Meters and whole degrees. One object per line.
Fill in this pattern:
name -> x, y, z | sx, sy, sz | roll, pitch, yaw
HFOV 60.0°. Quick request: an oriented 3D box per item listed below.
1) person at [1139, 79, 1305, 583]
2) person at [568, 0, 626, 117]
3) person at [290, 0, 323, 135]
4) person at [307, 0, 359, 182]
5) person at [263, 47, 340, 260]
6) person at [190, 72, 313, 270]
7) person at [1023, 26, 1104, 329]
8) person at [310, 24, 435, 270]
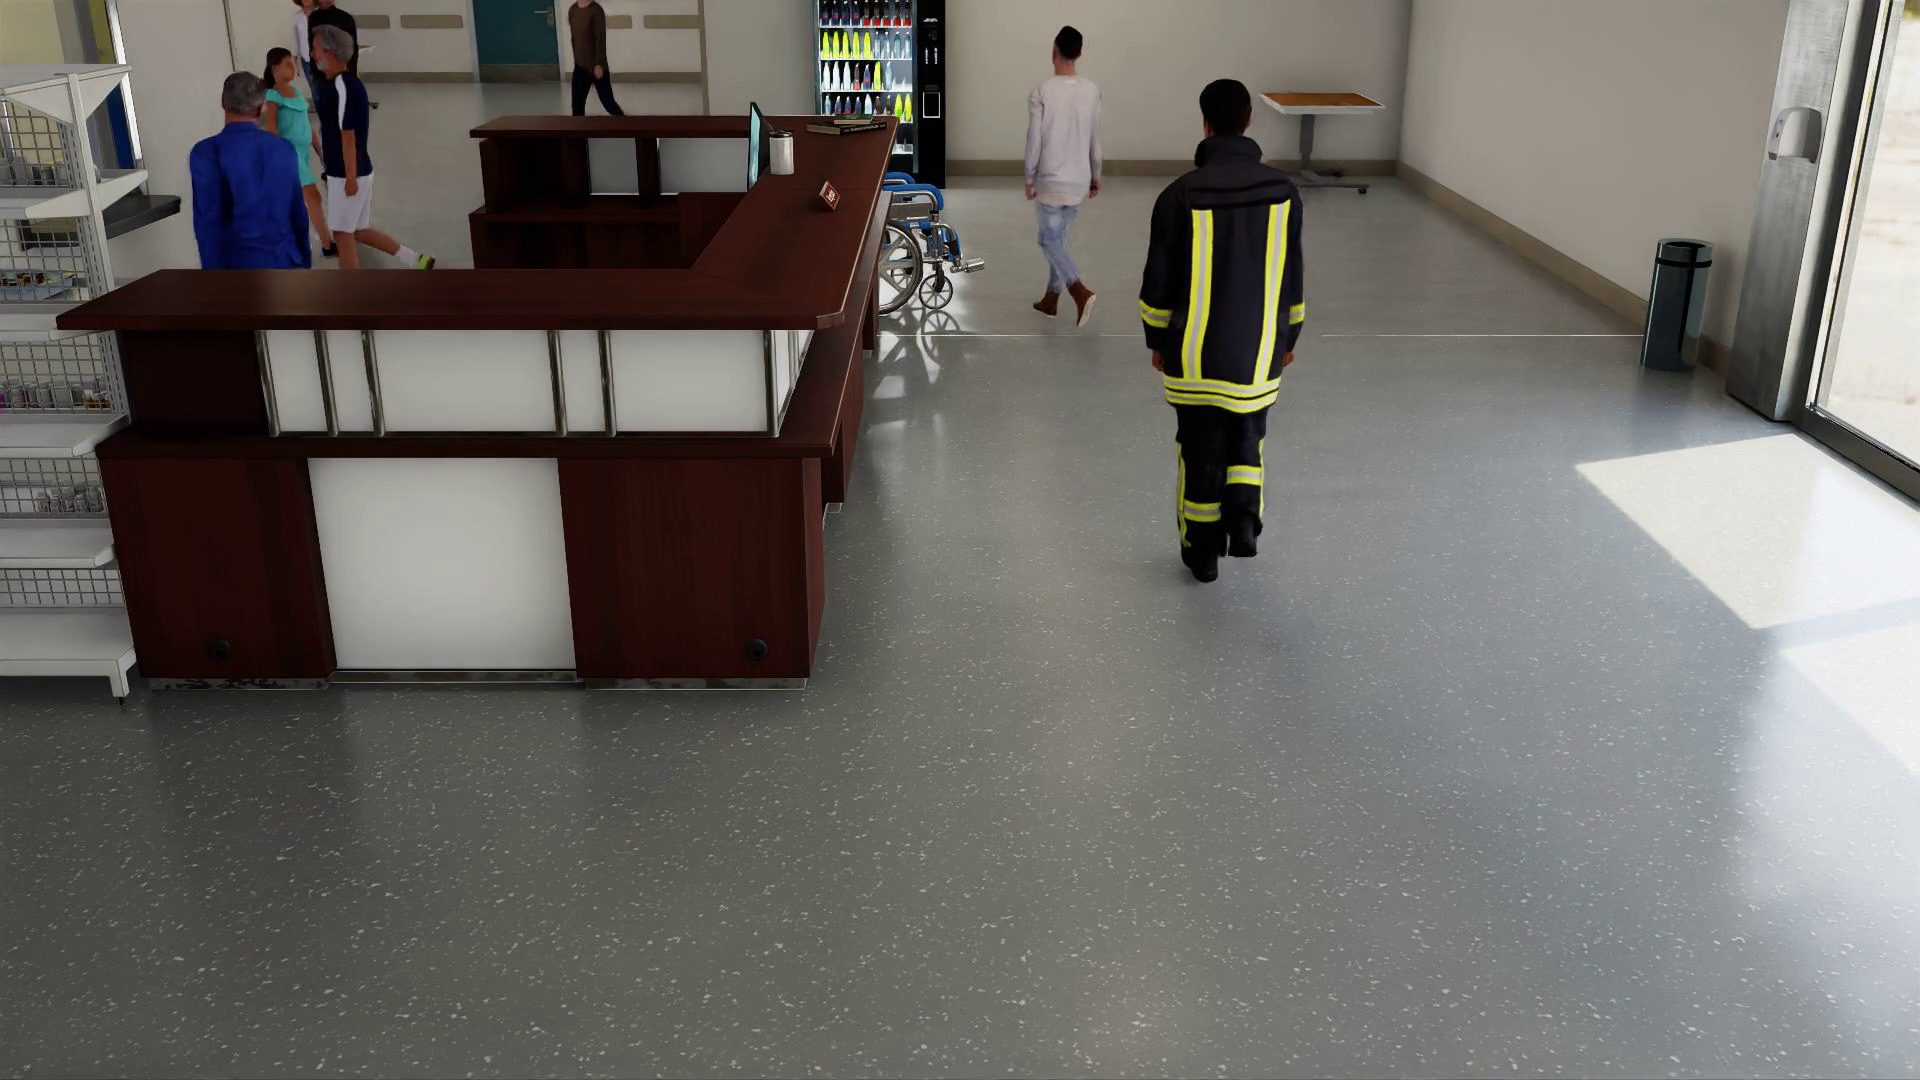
person -> 1.024, -0.739, 6.267 | 0.712, 1.912, 0.886 | -2, 21, -6
person -> -3.847, -5.024, 17.672 | 1.234, 1.846, 1.113 | 11, 24, 28
person -> -7.468, -5.583, 19.379 | 0.905, 1.683, 0.764 | -2, 21, -6
person -> -5.961, -4.406, 15.980 | 0.828, 1.889, 0.926 | 13, 24, 31
person -> -5.029, -2.855, 12.387 | 0.903, 1.534, 0.622 | 2, 21, 5
person -> -3.217, -1.196, 7.652 | 0.973, 1.784, 0.982 | 8, 22, 20
person -> 0.663, -2.213, 10.291 | 1.133, 1.817, 1.047 | -10, 23, -24
person -> -3.807, -2.330, 10.596 | 1.082, 1.821, 0.824 | -6, 22, -16
